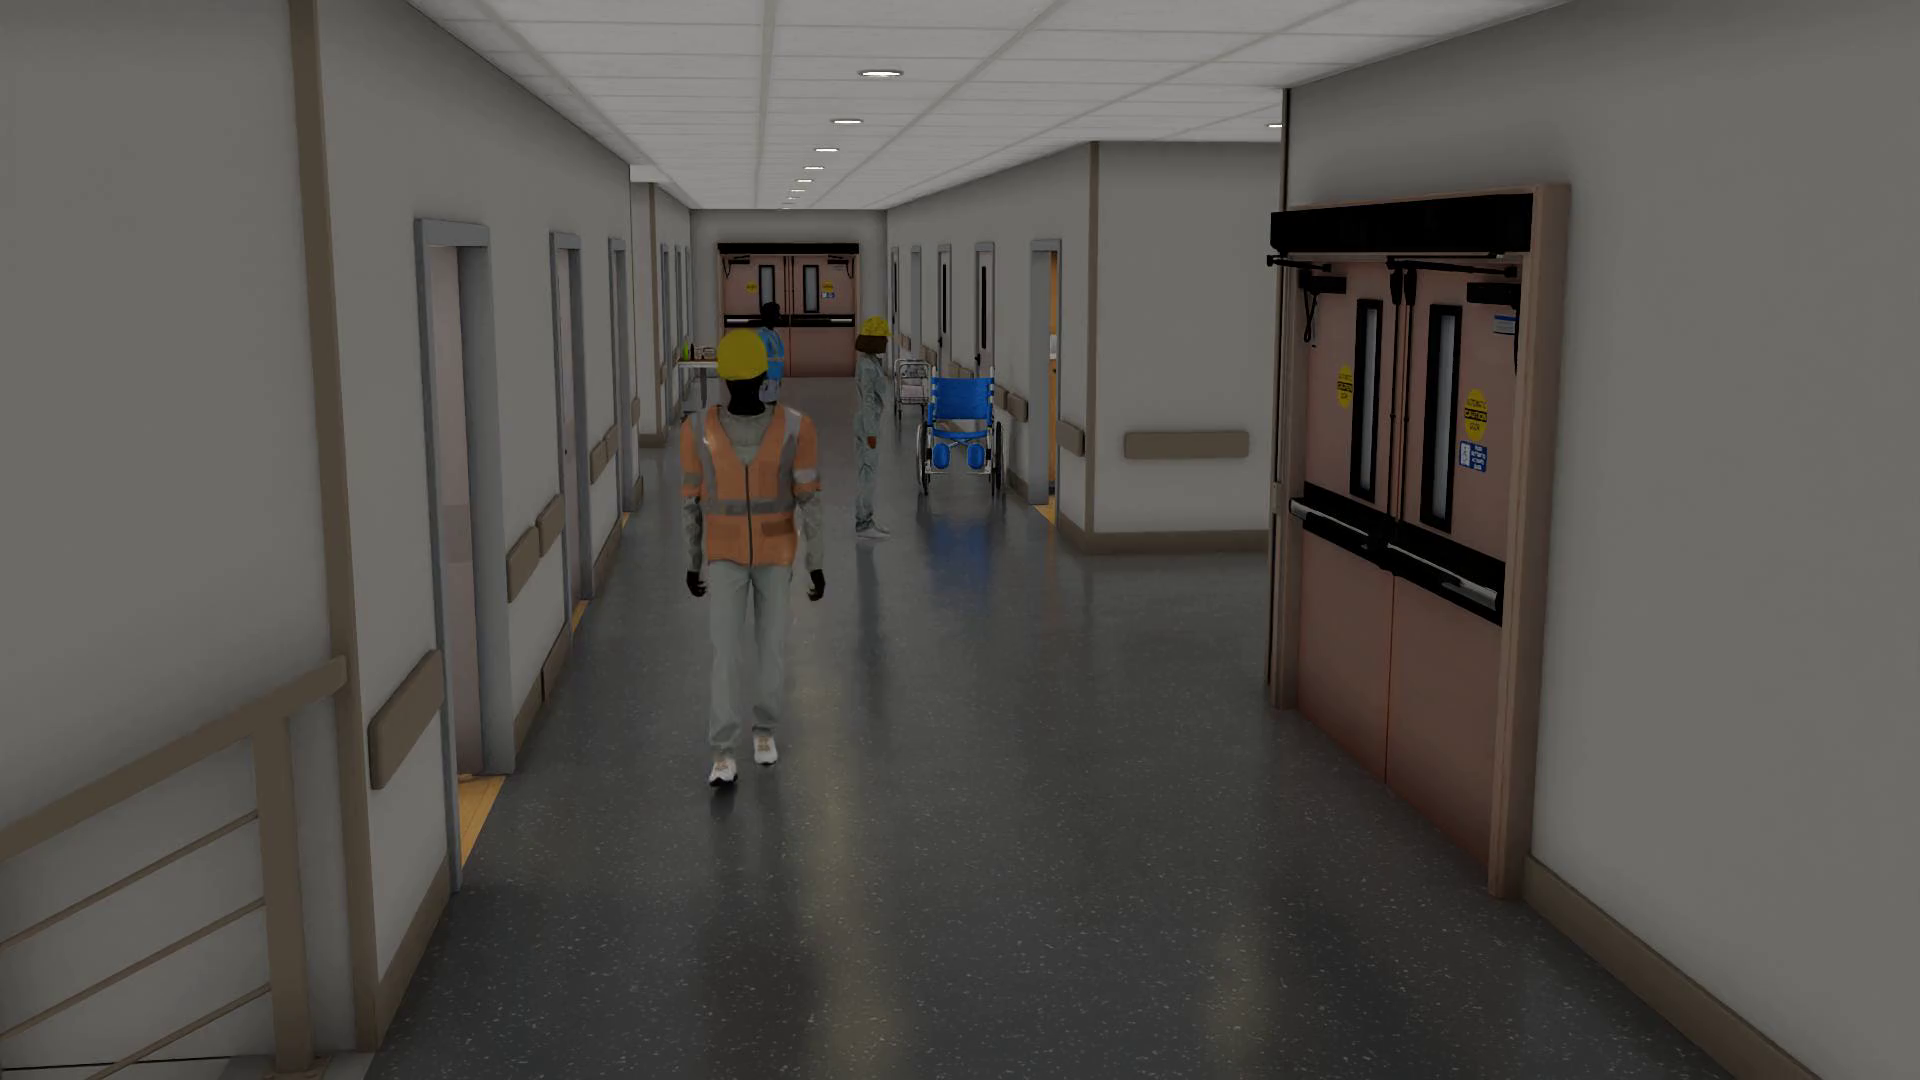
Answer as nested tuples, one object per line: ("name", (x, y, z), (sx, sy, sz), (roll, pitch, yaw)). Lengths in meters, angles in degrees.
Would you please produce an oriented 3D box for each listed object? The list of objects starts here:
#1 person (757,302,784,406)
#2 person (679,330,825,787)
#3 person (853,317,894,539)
("person", (-2.137, -1.822, 18.669), (0.318, 1.690, 0.527), (2, 10, 11))
("person", (-0.867, 0.081, 6.982), (0.608, 1.892, 0.807), (-1, 10, -8))
("person", (-0.675, -0.875, 13.020), (0.324, 1.736, 0.487), (0, 10, -2))
